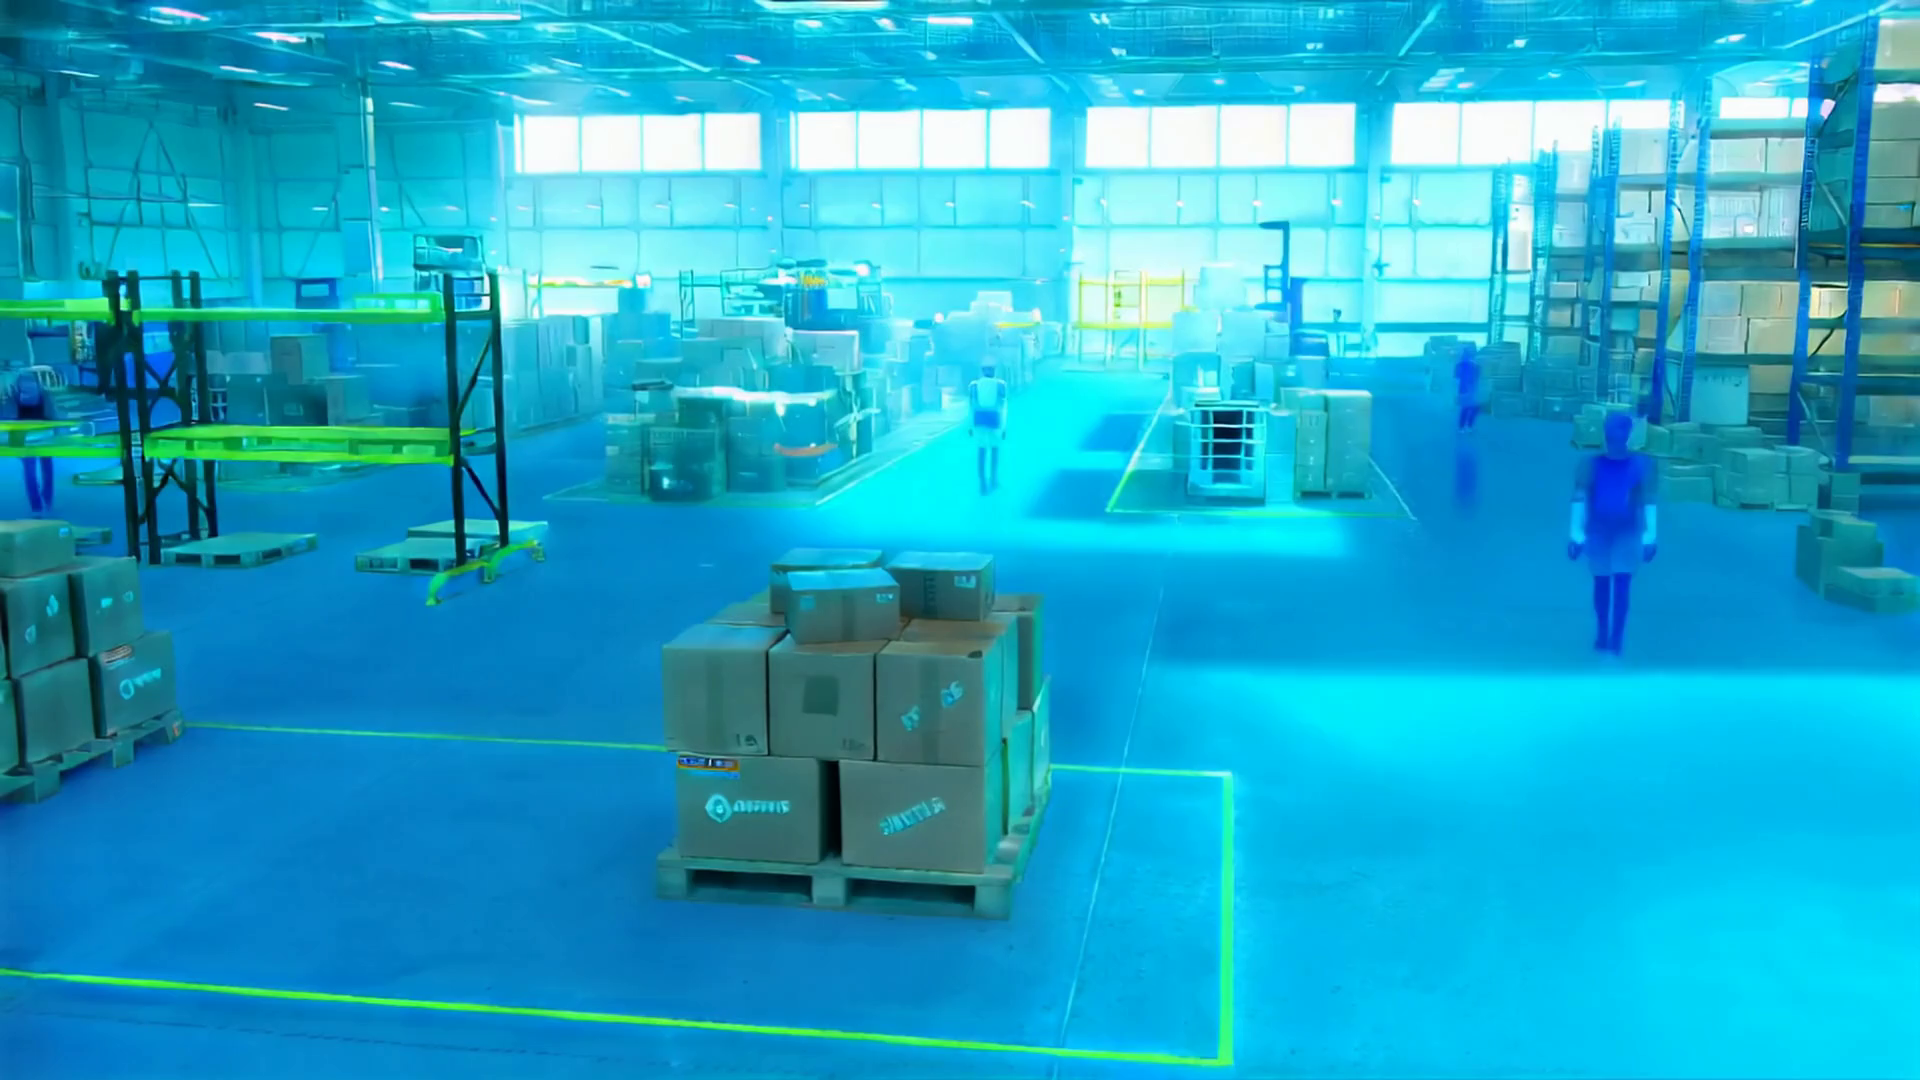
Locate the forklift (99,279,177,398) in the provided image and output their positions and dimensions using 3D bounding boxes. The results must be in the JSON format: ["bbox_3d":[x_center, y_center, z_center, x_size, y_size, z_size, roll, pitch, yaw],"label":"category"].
[{"bbox_3d":[-19.606,-4.720,39.027,1.873,2.768,1.129,1,9,9],"label":"forklift"}]

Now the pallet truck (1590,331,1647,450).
[{"bbox_3d":[11.253,-2.573,28.499,0.823,1.965,1.885,5,10,27],"label":"pallet truck"}]

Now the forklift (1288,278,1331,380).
[{"bbox_3d":[9.141,-5.729,45.248,1.873,2.768,1.129,1,9,9],"label":"forklift"}]

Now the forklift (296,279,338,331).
[{"bbox_3d":[-16.119,-5.175,41.832,1.129,2.768,1.873,-5,10,-28],"label":"forklift"}]

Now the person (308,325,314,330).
[{"bbox_3d":[-17.012,-4.845,43.694,0.548,1.613,0.637,-3,10,-16],"label":"person"}]

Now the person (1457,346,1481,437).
[{"bbox_3d":[9.243,-2.700,30.300,0.588,1.661,0.404,-5,11,-30],"label":"person"}]

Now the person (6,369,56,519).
[{"bbox_3d":[-11.312,-1.164,20.295,0.526,1.831,0.407,-6,11,-33],"label":"person"}]

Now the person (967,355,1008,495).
[{"bbox_3d":[0.378,-1.586,22.767,0.561,1.884,0.980,1,9,6],"label":"person"}]

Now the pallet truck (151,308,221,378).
[{"bbox_3d":[-21.869,-5.598,47.154,0.823,1.965,1.885,4,10,26],"label":"pallet truck"}]

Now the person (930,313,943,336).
[{"bbox_3d":[-0.543,-5.178,44.879,0.593,1.904,0.445,3,10,19],"label":"person"}]

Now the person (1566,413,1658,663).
[{"bbox_3d":[5.036,-0.013,12.913,0.619,1.925,0.932,6,11,32],"label":"person"}]
